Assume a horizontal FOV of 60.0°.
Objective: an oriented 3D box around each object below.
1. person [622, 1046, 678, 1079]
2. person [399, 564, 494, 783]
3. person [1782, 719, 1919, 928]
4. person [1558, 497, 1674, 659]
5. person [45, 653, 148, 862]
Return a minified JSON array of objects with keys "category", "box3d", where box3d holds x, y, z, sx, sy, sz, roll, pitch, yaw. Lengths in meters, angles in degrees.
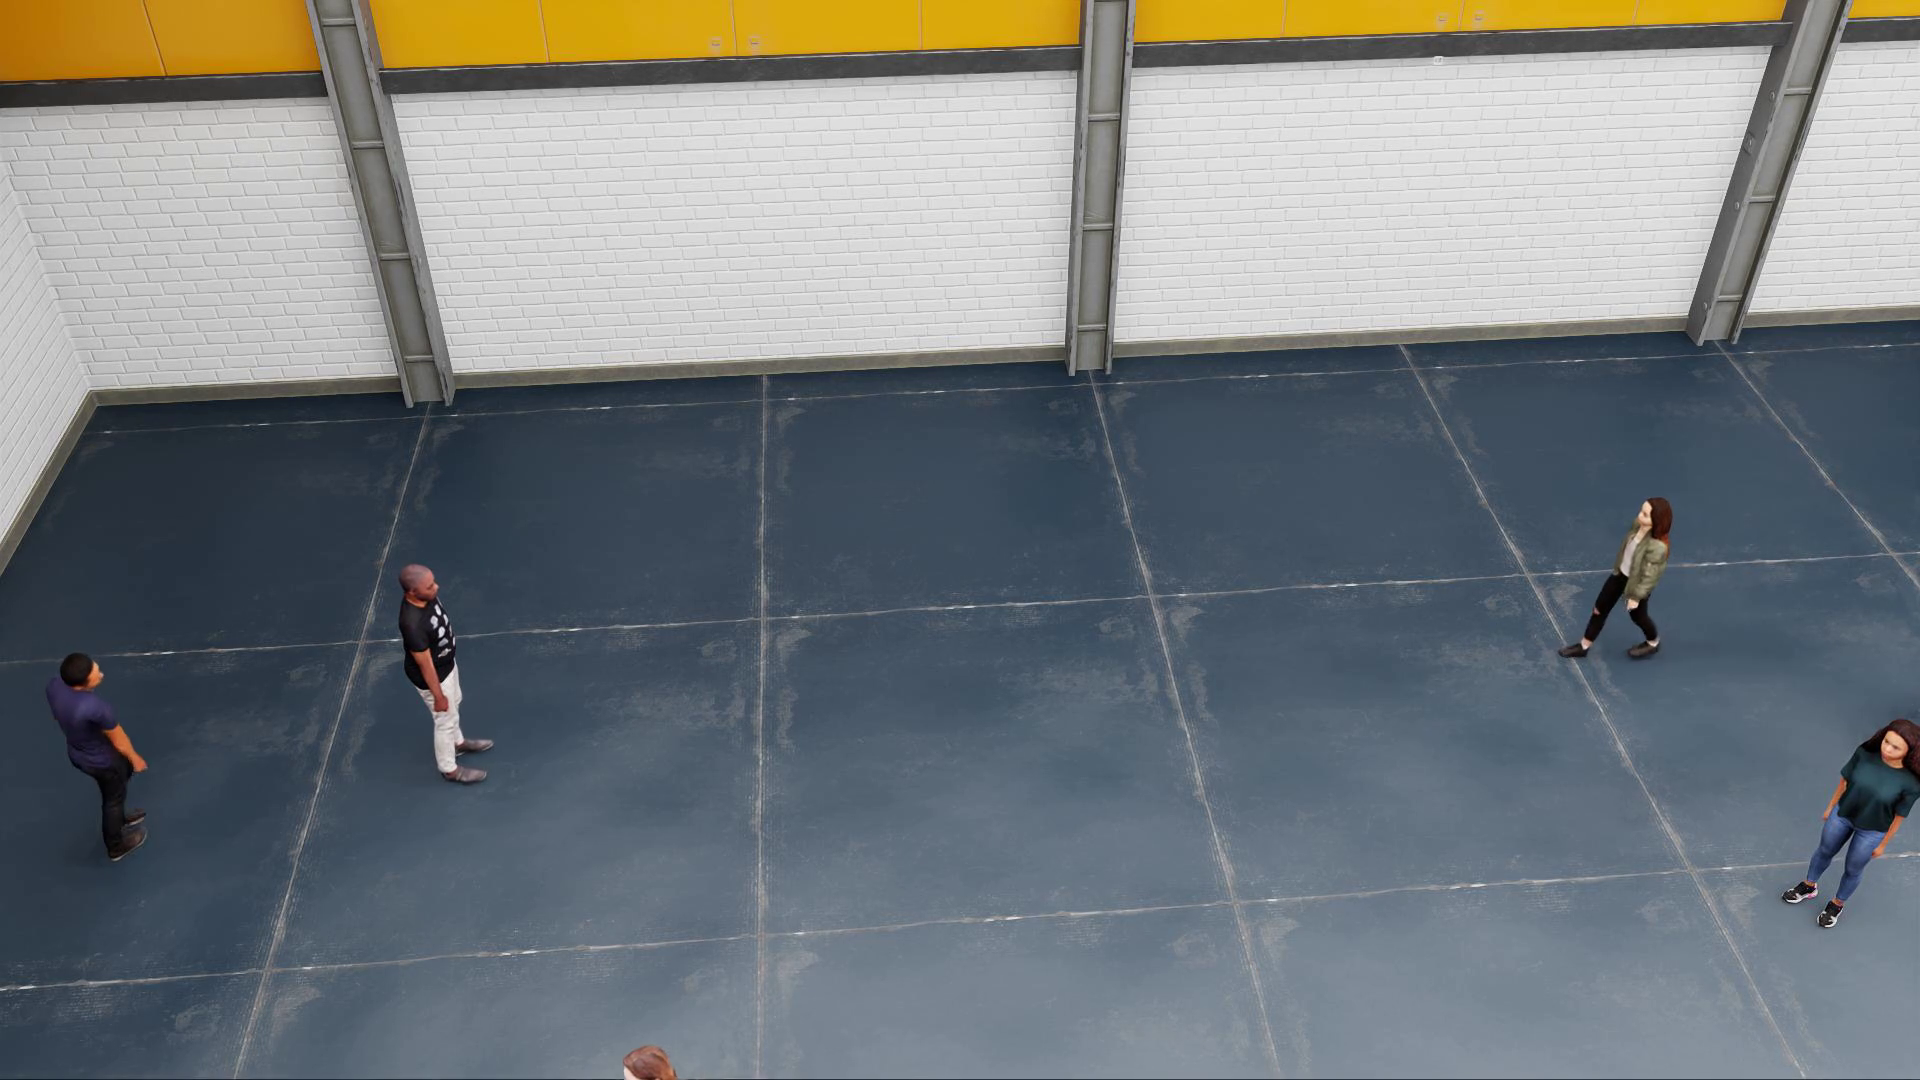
[{"category":"person","box3d":[-1.388,3.019,8.300,1.183,1.695,1.059,-31,48,-33]},{"category":"person","box3d":[-3.456,0.860,10.918,0.612,1.801,0.662,-5,39,-6]},{"category":"person","box3d":[5.437,1.689,10.028,0.737,1.617,0.704,-23,44,-26]},{"category":"person","box3d":[4.878,0.312,11.892,0.983,1.443,0.632,-5,39,-6]},{"category":"person","box3d":[-5.404,1.348,10.355,0.815,1.742,0.896,14,41,17]}]
